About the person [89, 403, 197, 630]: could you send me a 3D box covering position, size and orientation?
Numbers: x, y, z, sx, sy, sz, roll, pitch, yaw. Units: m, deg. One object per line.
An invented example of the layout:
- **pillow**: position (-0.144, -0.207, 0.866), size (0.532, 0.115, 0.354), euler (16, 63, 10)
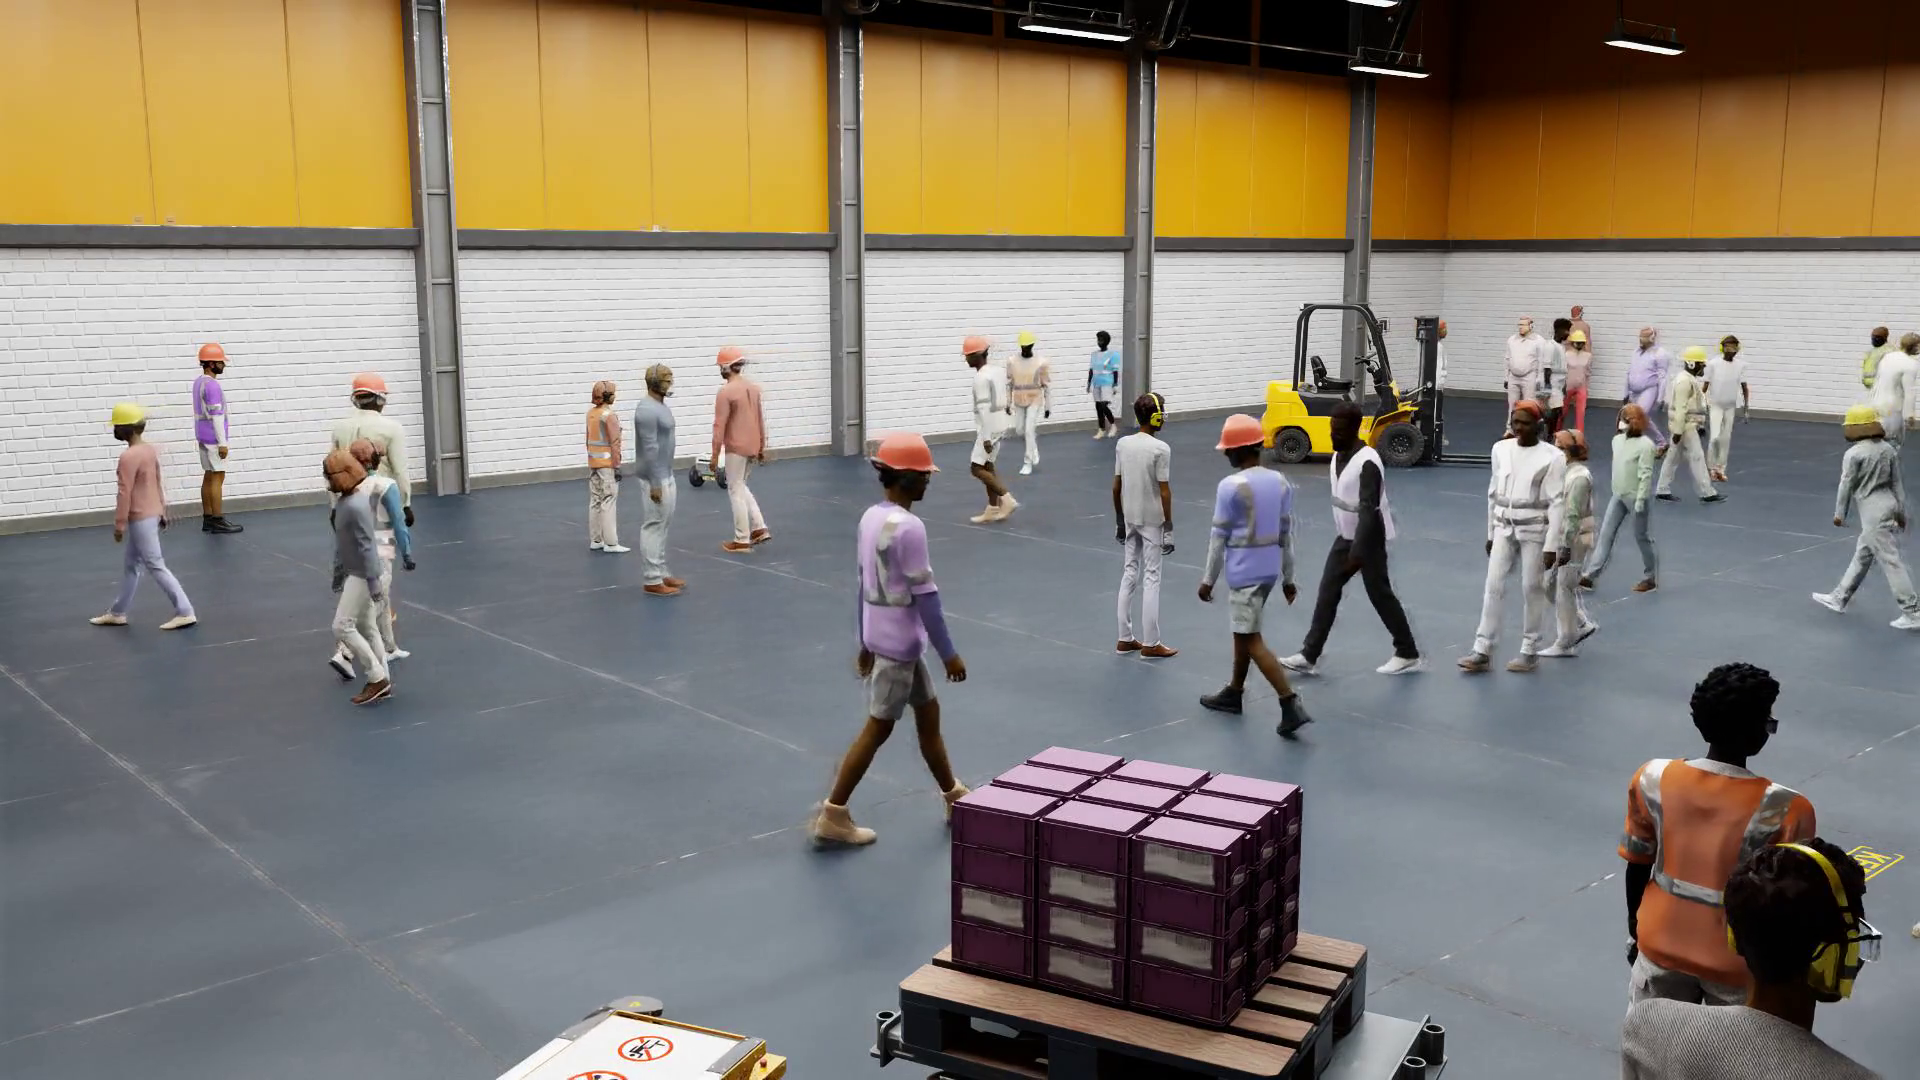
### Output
- **person**: position (-6.202, -0.174, 12.532), size (0.832, 1.723, 0.543), euler (-1, 10, -7)

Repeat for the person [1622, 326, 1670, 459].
- **person**: position (9.445, -2.014, 22.870), size (0.943, 1.869, 0.652), euler (-3, 10, -16)

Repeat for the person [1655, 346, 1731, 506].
- **person**: position (8.362, -1.287, 18.846), size (0.866, 1.796, 0.595), euler (4, 10, 22)

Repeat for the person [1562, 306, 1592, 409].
- **person**: position (11.336, -3.364, 30.677), size (0.403, 1.904, 0.651), euler (-8, 13, -41)

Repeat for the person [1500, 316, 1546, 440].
- **person**: position (8.587, -2.460, 25.381), size (0.399, 1.909, 0.642), euler (-9, 13, -43)

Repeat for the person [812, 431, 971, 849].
- **person**: position (-0.268, 0.476, 7.968), size (1.024, 1.998, 0.615), euler (-3, 10, -15)

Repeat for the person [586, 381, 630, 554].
- **person**: position (-3.374, -0.691, 15.818), size (0.314, 1.636, 0.524), euler (-8, 13, -41)

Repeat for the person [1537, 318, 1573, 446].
- **person**: position (8.552, -2.237, 23.990), size (0.460, 1.938, 0.608), euler (7, 12, 34)

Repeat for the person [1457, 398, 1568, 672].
- **person**: position (3.724, -0.012, 11.154), size (0.615, 1.876, 0.610), euler (-8, 12, -38)

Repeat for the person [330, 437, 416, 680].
- **person**: position (-4.012, 0.112, 11.208), size (0.513, 1.605, 0.798), euler (5, 11, 25)

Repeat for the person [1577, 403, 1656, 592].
- **person**: position (5.513, -0.337, 13.860), size (0.787, 1.591, 0.526), euler (-3, 10, -18)

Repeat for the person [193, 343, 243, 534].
- **person**: position (-7.579, -1.035, 16.949), size (0.373, 1.934, 0.551), euler (-8, 13, -41)

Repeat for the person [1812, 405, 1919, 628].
- **person**: position (6.973, -0.185, 12.732), size (0.484, 1.666, 0.990), euler (-5, 11, -29)

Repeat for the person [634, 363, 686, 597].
- **person**: position (-2.513, -0.502, 13.824), size (0.355, 1.937, 0.636), euler (0, 10, 2)

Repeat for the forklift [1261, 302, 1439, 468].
- **forklift**: position (5.320, -2.157, 22.763), size (2.313, 2.155, 1.214), euler (3, 10, 16)

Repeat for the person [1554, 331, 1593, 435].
- **person**: position (9.146, -2.278, 24.871), size (0.544, 1.720, 0.861), euler (-1, 10, -3)

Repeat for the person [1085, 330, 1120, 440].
- **person**: position (2.184, -2.366, 25.477), size (0.360, 1.686, 0.539), euler (-9, 13, -41)

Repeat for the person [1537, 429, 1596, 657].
- **person**: position (4.240, 0.030, 11.632), size (0.361, 1.622, 0.514), euler (1, 10, 4)

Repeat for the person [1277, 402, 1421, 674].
- **person**: position (2.639, 0.001, 11.098), size (1.014, 1.857, 0.600), euler (-2, 10, -14)

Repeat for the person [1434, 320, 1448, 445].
- **person**: position (7.045, -2.331, 24.718), size (0.457, 1.883, 0.601), euler (1, 10, 5)

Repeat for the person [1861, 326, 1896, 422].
- **person**: position (13.343, -2.200, 24.169), size (0.446, 1.804, 0.659), euler (1, 10, 5)

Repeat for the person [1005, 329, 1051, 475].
- **person**: position (0.909, -1.815, 21.655), size (0.620, 1.890, 0.756), euler (4, 10, 21)

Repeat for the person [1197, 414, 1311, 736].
- **person**: position (1.772, 0.198, 9.874), size (0.543, 1.900, 0.917), euler (-9, 13, -43)

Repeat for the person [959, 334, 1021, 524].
- **person**: position (0.283, -1.139, 17.364), size (0.582, 2.011, 0.615), euler (3, 10, 16)

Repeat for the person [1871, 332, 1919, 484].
- **person**: position (11.376, -1.577, 20.220), size (0.674, 1.900, 0.641), euler (1, 10, 4)

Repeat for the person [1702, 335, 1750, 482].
- **person**: position (9.509, -1.630, 20.696), size (0.557, 1.843, 0.477), euler (0, 10, 1)

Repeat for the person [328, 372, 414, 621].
- **person**: position (-4.453, -0.260, 12.409), size (0.634, 1.955, 0.738), euler (4, 10, 21)

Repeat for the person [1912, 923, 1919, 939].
- **person**: position (4.095, 0.784, 6.639), size (0.436, 1.823, 0.669), euler (4, 10, 20)

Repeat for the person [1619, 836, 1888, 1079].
- **person**: position (1.342, 1.412, 2.831), size (0.310, 1.864, 0.533), euler (-8, 13, -41)

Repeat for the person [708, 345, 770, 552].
- **person**: position (-2.128, -0.864, 15.839), size (0.454, 1.971, 0.658), euler (4, 11, 24)

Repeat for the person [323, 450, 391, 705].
- **person**: position (-3.779, 0.241, 10.428), size (0.386, 1.618, 0.503), euler (-5, 11, -26)

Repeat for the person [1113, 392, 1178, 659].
- **person**: position (1.300, -0.102, 11.689), size (0.310, 1.868, 0.533), euler (-8, 13, -41)

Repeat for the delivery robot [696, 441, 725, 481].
- **delivery robot**: position (-2.918, -0.980, 20.391), size (0.477, 0.478, 0.707), euler (5, 11, 27)

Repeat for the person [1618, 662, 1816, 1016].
- **person**: position (2.122, 1.177, 4.690), size (0.317, 1.698, 0.540), euler (-8, 13, -41)

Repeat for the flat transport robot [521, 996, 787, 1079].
- **flat transport robot**: position (-1.168, 1.816, 5.129), size (0.652, 0.197, 1.431), euler (4, 11, 23)
